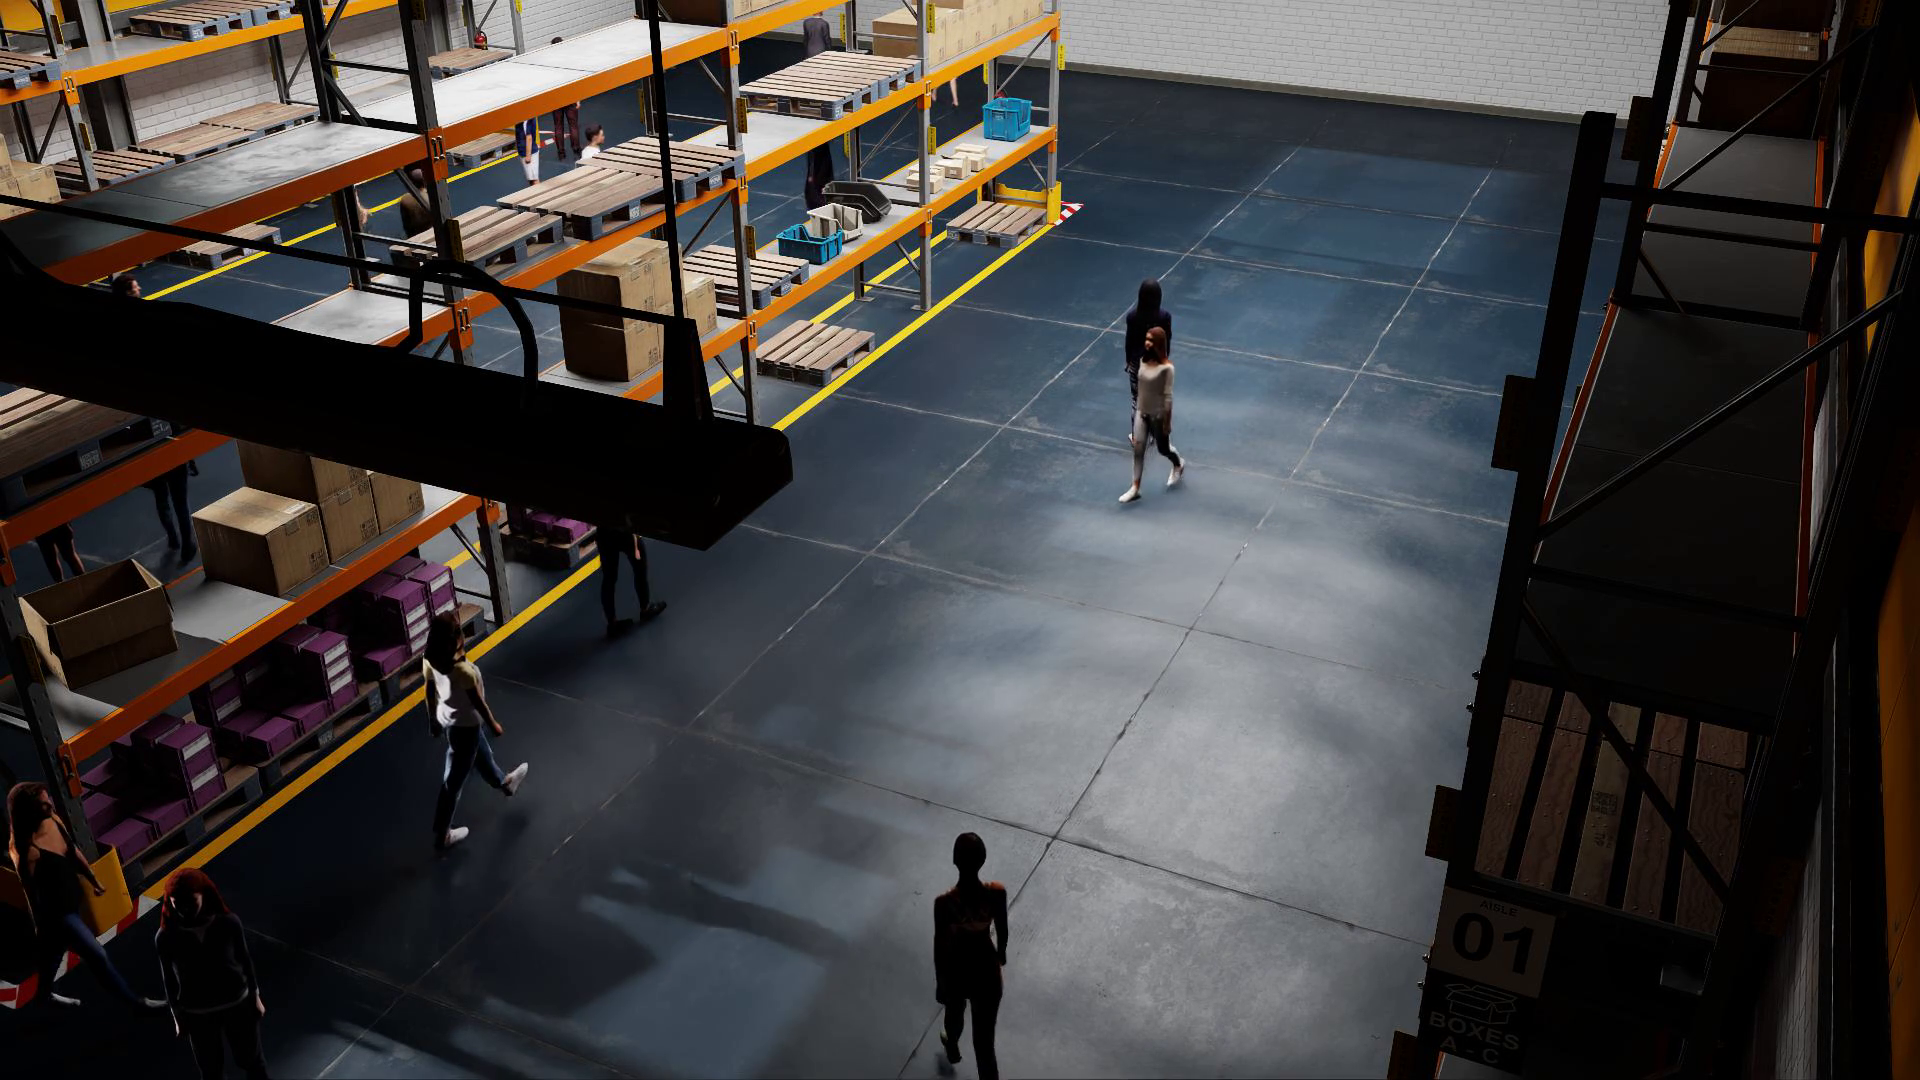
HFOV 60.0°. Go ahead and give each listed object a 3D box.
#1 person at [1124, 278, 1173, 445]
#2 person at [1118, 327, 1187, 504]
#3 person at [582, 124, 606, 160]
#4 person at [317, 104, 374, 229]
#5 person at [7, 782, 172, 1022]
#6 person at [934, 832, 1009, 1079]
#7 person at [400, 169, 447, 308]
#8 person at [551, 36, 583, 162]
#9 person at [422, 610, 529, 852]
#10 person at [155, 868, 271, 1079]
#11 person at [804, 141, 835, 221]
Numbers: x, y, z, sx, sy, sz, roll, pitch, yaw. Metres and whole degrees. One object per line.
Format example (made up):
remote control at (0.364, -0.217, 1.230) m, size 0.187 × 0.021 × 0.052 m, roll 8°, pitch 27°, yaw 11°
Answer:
person at (1.859, -1.772, 16.511) m, size 0.672 × 1.733 × 0.642 m, roll 2°, pitch 29°, yaw 3°
person at (1.865, -1.184, 15.485) m, size 1.175 × 1.683 × 0.864 m, roll -25°, pitch 38°, yaw -38°
person at (-4.685, -4.323, 21.079) m, size 1.090 × 1.839 × 0.968 m, roll -14°, pitch 32°, yaw -24°
person at (-8.334, -5.030, 22.463) m, size 0.892 × 1.753 × 0.852 m, roll -4°, pitch 29°, yaw -8°
person at (-5.203, 2.094, 9.480) m, size 0.994 × 1.679 × 1.088 m, roll -2°, pitch 29°, yaw -4°
person at (0.084, 2.403, 8.848) m, size 1.048 × 1.743 × 1.196 m, roll -6°, pitch 29°, yaw -10°
person at (-6.217, -3.399, 19.413) m, size 0.860 × 1.811 × 0.854 m, roll 2°, pitch 29°, yaw 4°
person at (-6.092, -6.766, 25.528) m, size 0.760 × 1.866 × 0.728 m, roll 3°, pitch 29°, yaw 5°
person at (-3.350, 1.299, 10.948) m, size 0.776 × 1.670 × 1.176 m, roll 19°, pitch 34°, yaw 31°
person at (-3.897, 2.446, 8.731) m, size 0.644 × 1.779 × 0.708 m, roll -10°, pitch 30°, yaw -18°
person at (-1.867, -5.079, 22.714) m, size 0.841 × 1.599 × 0.642 m, roll 12°, pitch 31°, yaw 21°
